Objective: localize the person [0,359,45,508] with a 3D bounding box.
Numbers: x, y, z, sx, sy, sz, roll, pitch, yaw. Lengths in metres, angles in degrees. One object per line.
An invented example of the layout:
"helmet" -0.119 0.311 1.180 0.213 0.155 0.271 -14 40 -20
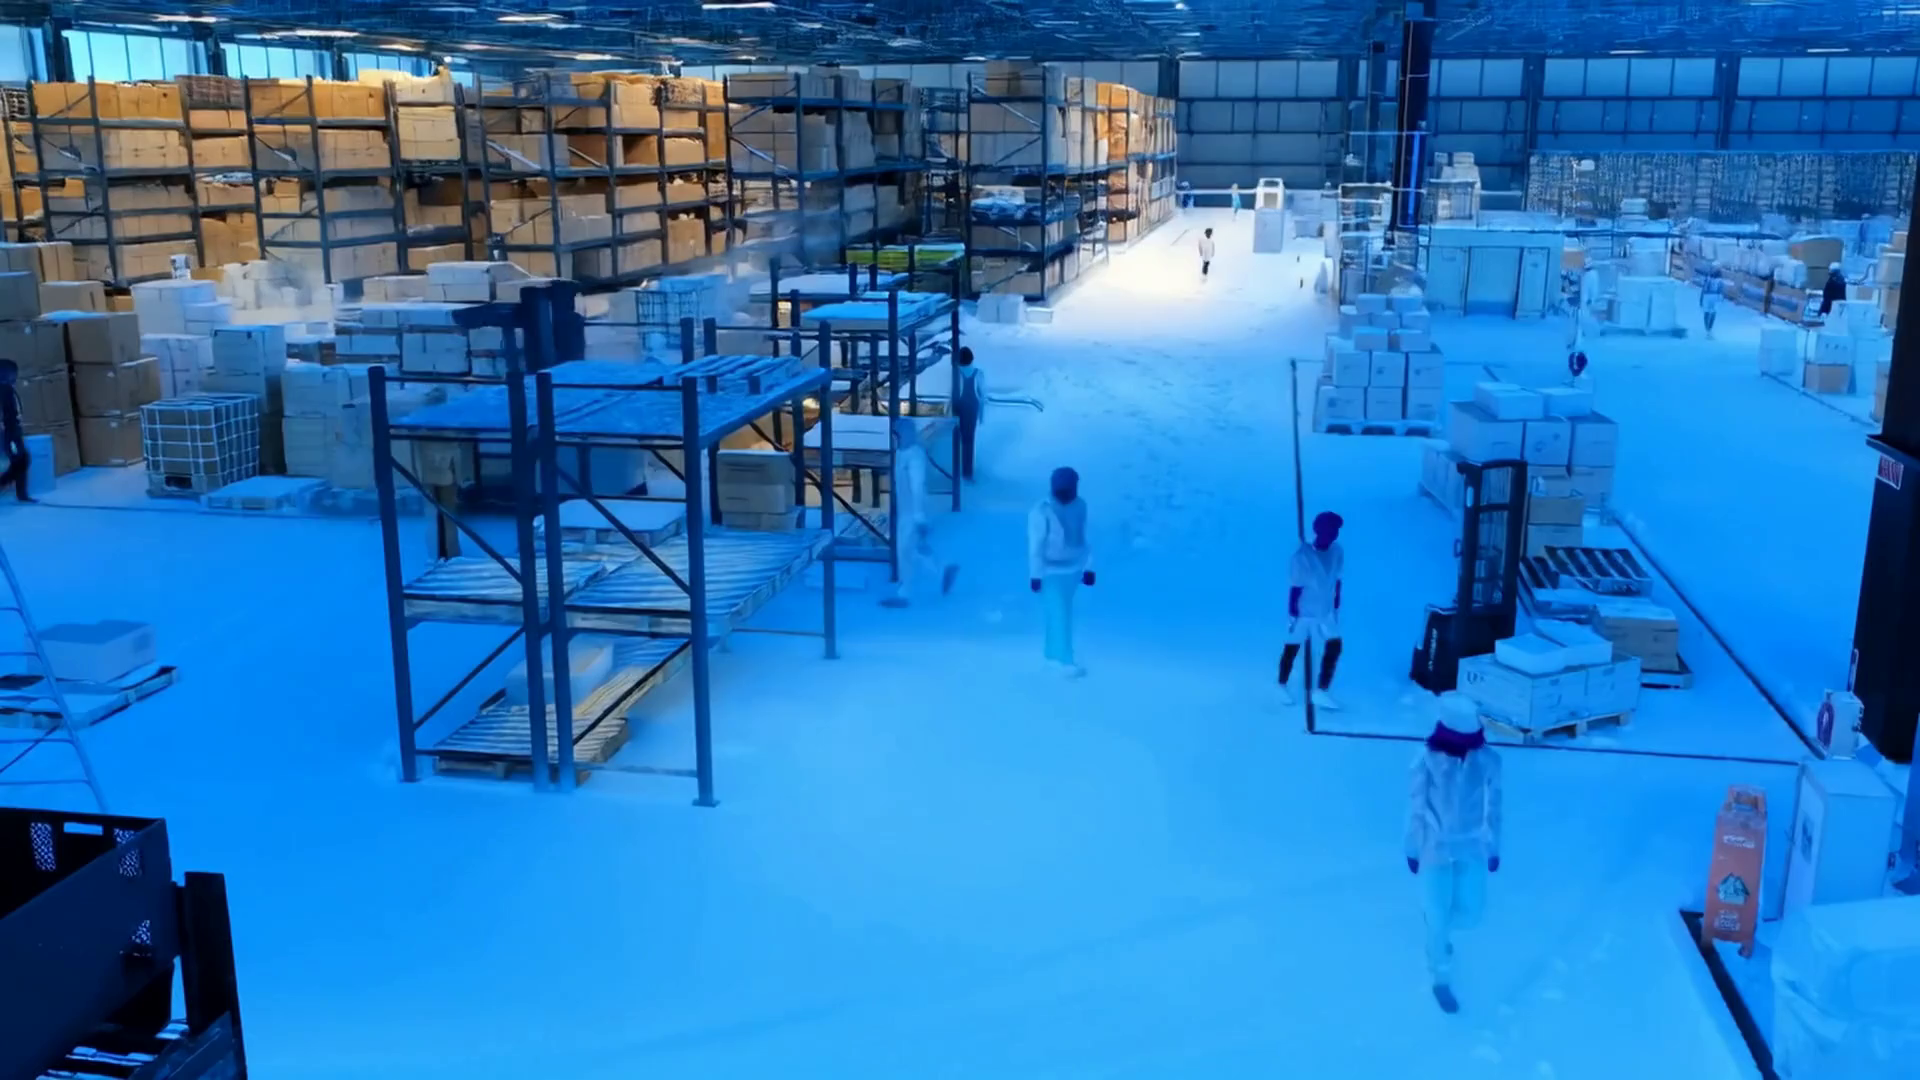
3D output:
"person" -11.797 -1.296 20.565 0.580 1.856 0.632 -8 16 -31

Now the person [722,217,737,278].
"person" -7.442 -9.326 53.092 0.606 1.907 0.656 -6 15 -25

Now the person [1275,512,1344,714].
"person" 2.875 0.576 13.364 0.632 1.649 0.709 -9 16 -32

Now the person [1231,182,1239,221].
"person" 14.277 -17.581 86.438 0.414 1.985 0.611 1 14 2

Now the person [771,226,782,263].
"person" -6.509 -10.695 59.247 0.502 1.610 0.748 -8 16 -31

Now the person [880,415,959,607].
"person" -0.399 -0.296 16.379 0.763 1.920 0.646 -4 14 -14

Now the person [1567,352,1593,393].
"person" 7.984 -1.499 21.408 0.548 1.847 0.504 -13 19 -42

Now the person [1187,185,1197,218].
"person" 12.399 -18.072 88.934 0.543 1.726 0.868 1 14 6

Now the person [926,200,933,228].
"person" -1.421 -15.599 79.129 0.510 1.624 0.375 2 14 9

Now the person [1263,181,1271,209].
"person" 17.172 -19.140 93.083 0.448 1.824 0.647 -4 14 -15

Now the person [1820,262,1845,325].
"person" 17.886 -4.719 34.189 0.388 1.990 0.624 -1 14 -4

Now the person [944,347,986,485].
"person" 0.038 -1.690 22.286 0.517 1.795 0.957 -5 15 -19

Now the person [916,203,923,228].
"person" -1.793 -13.928 71.781 0.550 1.886 0.977 5 15 18

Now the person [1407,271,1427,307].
"person" 8.916 -4.344 32.819 0.622 1.921 0.550 11 18 39

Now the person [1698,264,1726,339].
"person" 16.951 -5.358 37.423 0.553 1.665 0.715 2 14 10

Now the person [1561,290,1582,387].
"person" 11.219 -3.685 30.469 0.329 1.765 0.525 6 15 21

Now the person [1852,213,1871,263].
"person" 31.977 -10.689 58.937 0.609 1.746 0.540 -4 14 -15

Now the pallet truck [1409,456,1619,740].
"pallet truck" 4.504 0.400 13.395 0.823 1.965 1.885 -6 15 -23

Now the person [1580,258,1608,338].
"person" 14.288 -5.444 37.524 0.633 1.802 0.599 9 16 32

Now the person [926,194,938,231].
"person" -1.236 -14.211 72.930 0.660 1.889 0.990 3 14 11

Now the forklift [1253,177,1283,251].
"forklift" 12.083 -12.747 64.956 1.129 2.768 1.873 3 14 10

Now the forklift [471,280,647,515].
"forklift" -4.928 -1.744 20.283 1.873 2.768 1.129 3 14 10

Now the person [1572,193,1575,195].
"person" 33.304 -18.384 89.970 0.564 1.846 0.394 -8 16 -29

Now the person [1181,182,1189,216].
"person" 12.365 -18.629 90.884 0.645 1.884 0.797 -13 19 -43

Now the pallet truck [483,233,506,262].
"pallet truck" -11.832 -7.026 43.548 1.885 1.965 0.823 8 16 28

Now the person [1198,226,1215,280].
"person" 7.762 -9.001 52.192 0.548 1.676 0.583 -5 15 -19

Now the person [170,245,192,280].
"person" -20.968 -7.129 44.767 0.527 1.598 0.826 -7 15 -26

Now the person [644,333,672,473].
"person" -4.197 -1.885 22.838 0.394 1.919 0.590 -3 14 -13

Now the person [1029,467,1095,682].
"person" 0.966 0.292 14.194 0.756 1.819 0.654 12 18 41

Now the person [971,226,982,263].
"person" 0.568 -10.252 56.993 0.429 1.836 0.614 12 18 40

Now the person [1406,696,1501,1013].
"person" 2.633 1.627 8.963 0.505 1.726 0.563 -1 14 -5

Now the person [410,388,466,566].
"person" -5.585 -0.670 17.886 0.593 1.925 0.384 4 14 15

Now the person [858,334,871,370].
"person" -1.889 -4.301 32.548 0.604 1.965 0.367 6 15 22

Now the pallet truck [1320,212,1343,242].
"pallet truck" 15.874 -13.227 70.310 0.680 1.201 1.601 10 17 35
